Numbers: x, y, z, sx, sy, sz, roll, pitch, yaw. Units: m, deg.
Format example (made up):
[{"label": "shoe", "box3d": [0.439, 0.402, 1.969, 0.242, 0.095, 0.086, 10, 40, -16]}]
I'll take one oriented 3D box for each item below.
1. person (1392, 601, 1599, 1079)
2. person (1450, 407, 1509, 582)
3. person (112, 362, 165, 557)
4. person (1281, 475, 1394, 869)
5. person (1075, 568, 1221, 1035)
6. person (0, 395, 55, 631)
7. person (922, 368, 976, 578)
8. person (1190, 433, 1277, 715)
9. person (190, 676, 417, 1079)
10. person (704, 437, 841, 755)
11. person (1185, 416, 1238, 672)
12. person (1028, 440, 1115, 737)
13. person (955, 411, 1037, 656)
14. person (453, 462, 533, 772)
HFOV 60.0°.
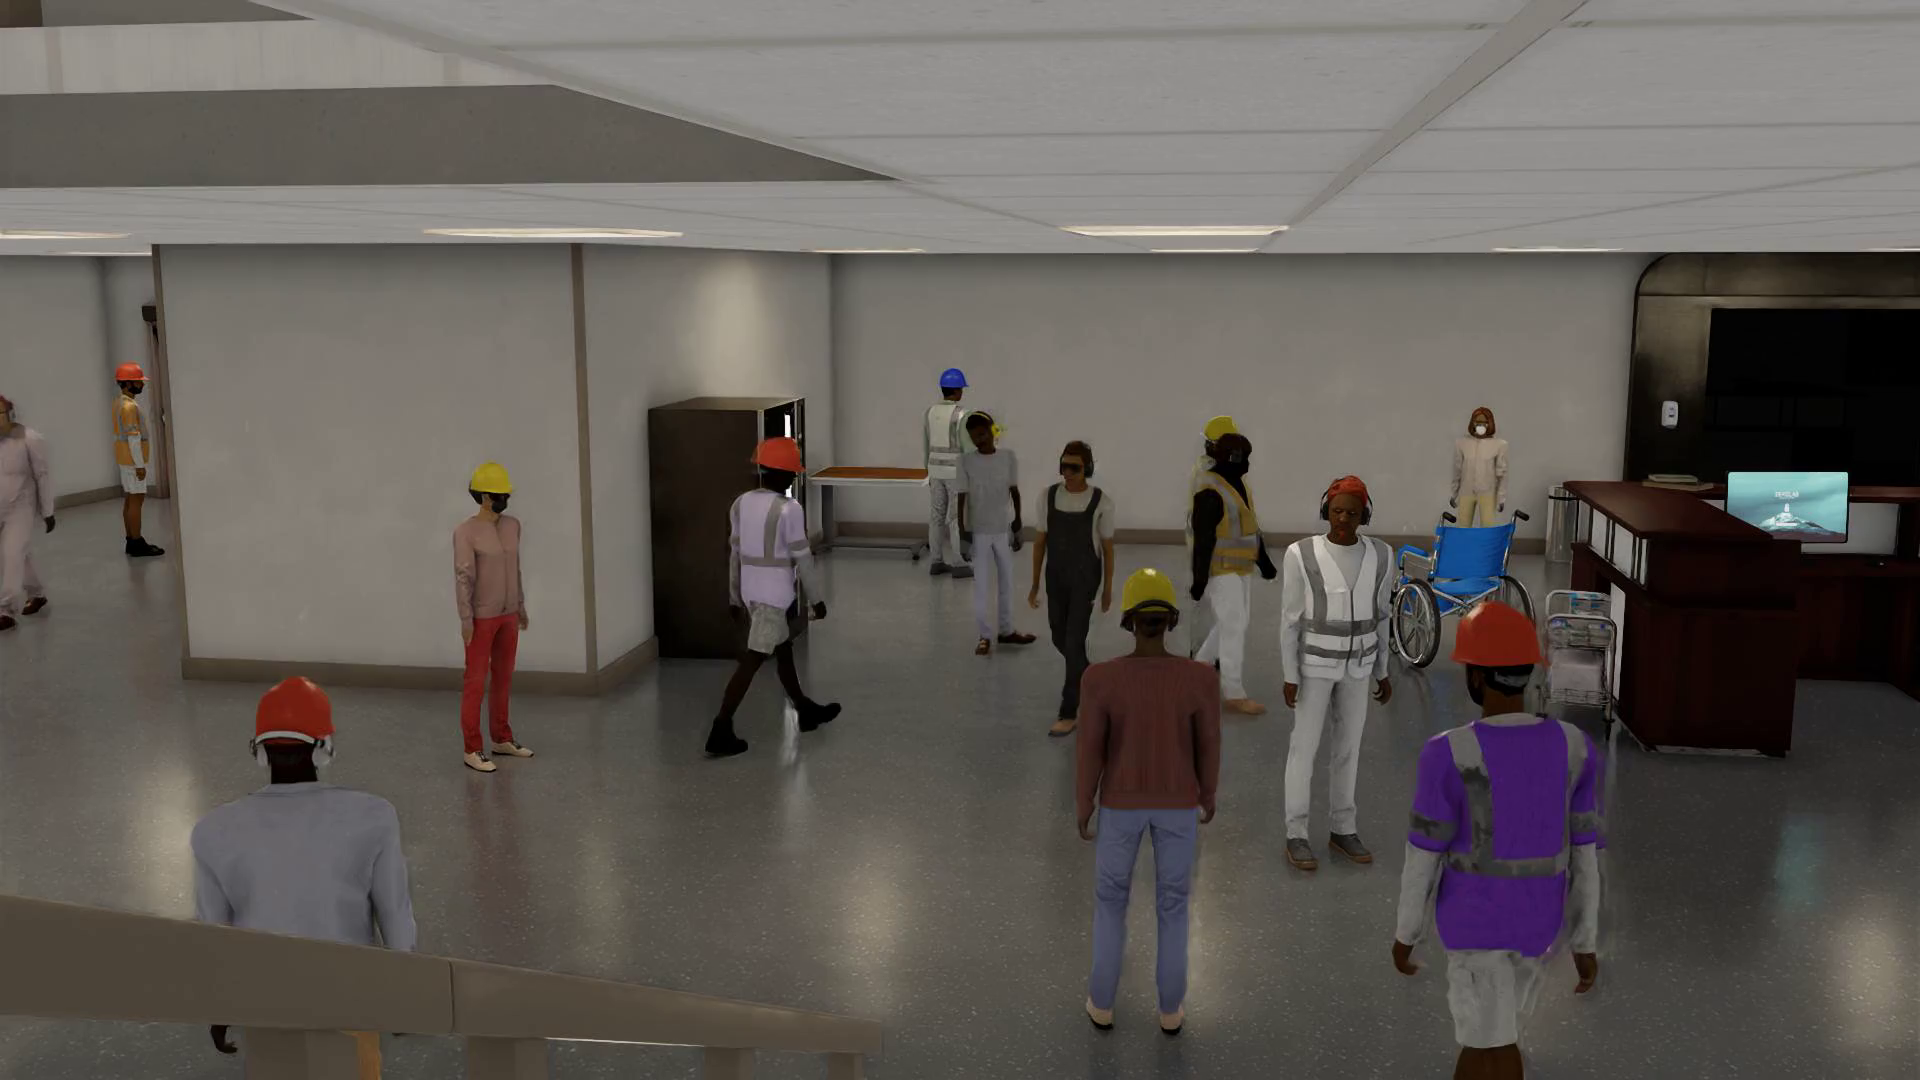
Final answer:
[{"label": "person", "box3d": [1.580, 1.120, 4.959, 0.550, 1.877, 1.022, -2, 10, -15]}, {"label": "person", "box3d": [4.695, -0.393, 15.059, 0.504, 1.627, 0.285, 6, 11, 31]}, {"label": "person", "box3d": [-8.229, -0.802, 16.603, 0.357, 1.938, 0.545, -7, 11, -35]}, {"label": "person", "box3d": [1.802, 0.627, 7.964, 0.576, 1.883, 0.362, -2, 10, -14]}, {"label": "person", "box3d": [0.694, 0.978, 6.190, 0.540, 1.765, 0.332, 0, 9, 3]}, {"label": "person", "box3d": [-7.716, -0.253, 13.479, 0.660, 1.862, 0.984, 0, 9, 2]}, {"label": "person", "box3d": [-0.085, -0.618, 15.436, 0.605, 1.948, 0.391, 8, 12, 41]}, {"label": "person", "box3d": [1.743, 0.193, 10.897, 0.659, 1.804, 0.620, 5, 10, 28]}, {"label": "person", "box3d": [-1.826, 1.240, 4.661, 0.580, 1.728, 0.770, -2, 9, -12]}, {"label": "person", "box3d": [-1.138, 0.320, 9.930, 1.064, 1.879, 0.546, -9, 13, -42]}, {"label": "person", "box3d": [1.809, 0.025, 11.876, 0.404, 1.825, 0.595, 1, 9, 5]}, {"label": "person", "box3d": [0.732, 0.260, 10.455, 0.518, 1.817, 0.861, 4, 10, 25]}, {"label": "person", "box3d": [0.269, -0.051, 12.344, 0.680, 1.816, 0.450, -4, 10, -23]}, {"label": "person", "box3d": [-2.665, 0.429, 9.541, 0.327, 1.767, 0.533, 4, 10, 25]}]
